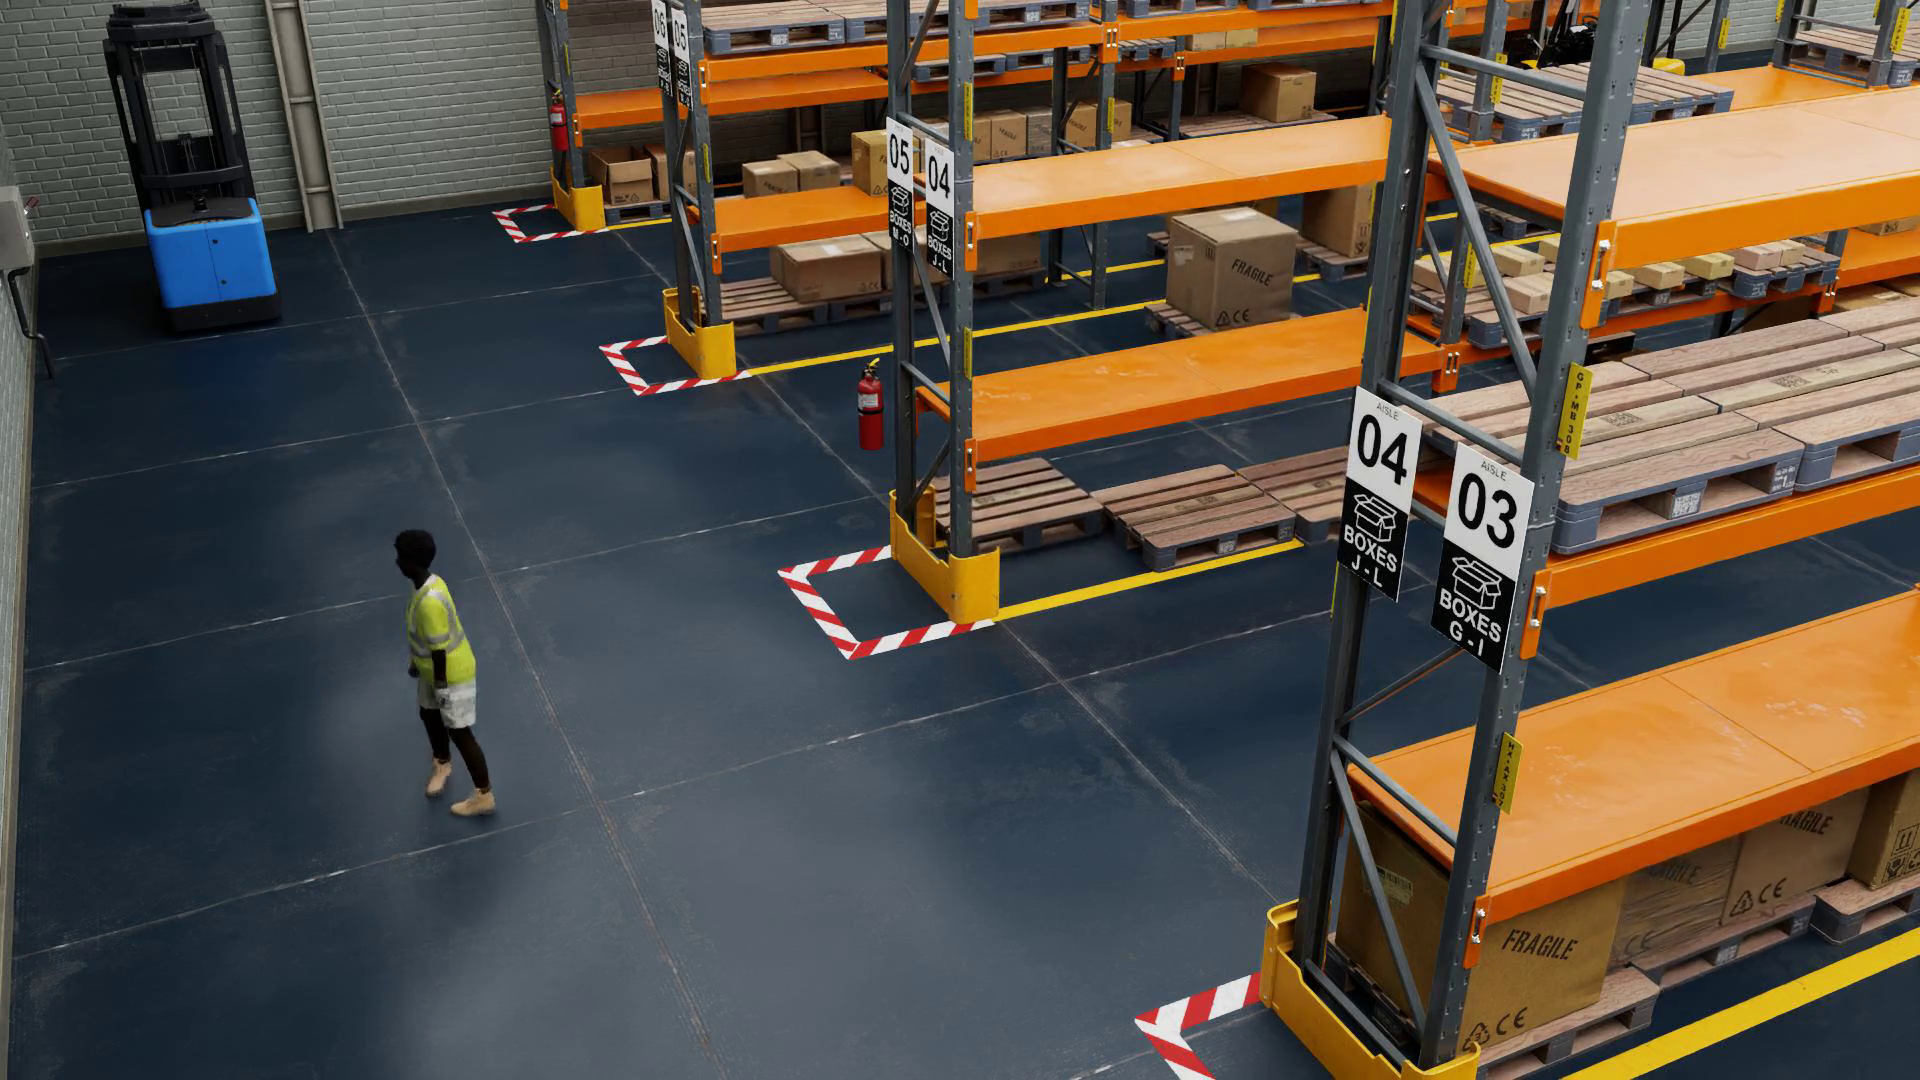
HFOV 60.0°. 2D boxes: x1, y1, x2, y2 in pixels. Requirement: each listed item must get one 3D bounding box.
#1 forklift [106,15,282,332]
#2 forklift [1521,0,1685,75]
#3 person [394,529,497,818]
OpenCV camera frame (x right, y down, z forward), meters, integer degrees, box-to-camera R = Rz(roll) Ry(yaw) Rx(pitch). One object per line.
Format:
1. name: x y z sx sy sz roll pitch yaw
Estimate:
1. forklift: -7.548 -3.672 16.323 1.129 2.768 1.873 -12 30 -22
2. forklift: 8.950 -6.807 23.056 1.214 2.155 2.313 -12 30 -22
3. person: -2.888 0.729 9.190 0.409 1.656 0.555 -15 31 -27
